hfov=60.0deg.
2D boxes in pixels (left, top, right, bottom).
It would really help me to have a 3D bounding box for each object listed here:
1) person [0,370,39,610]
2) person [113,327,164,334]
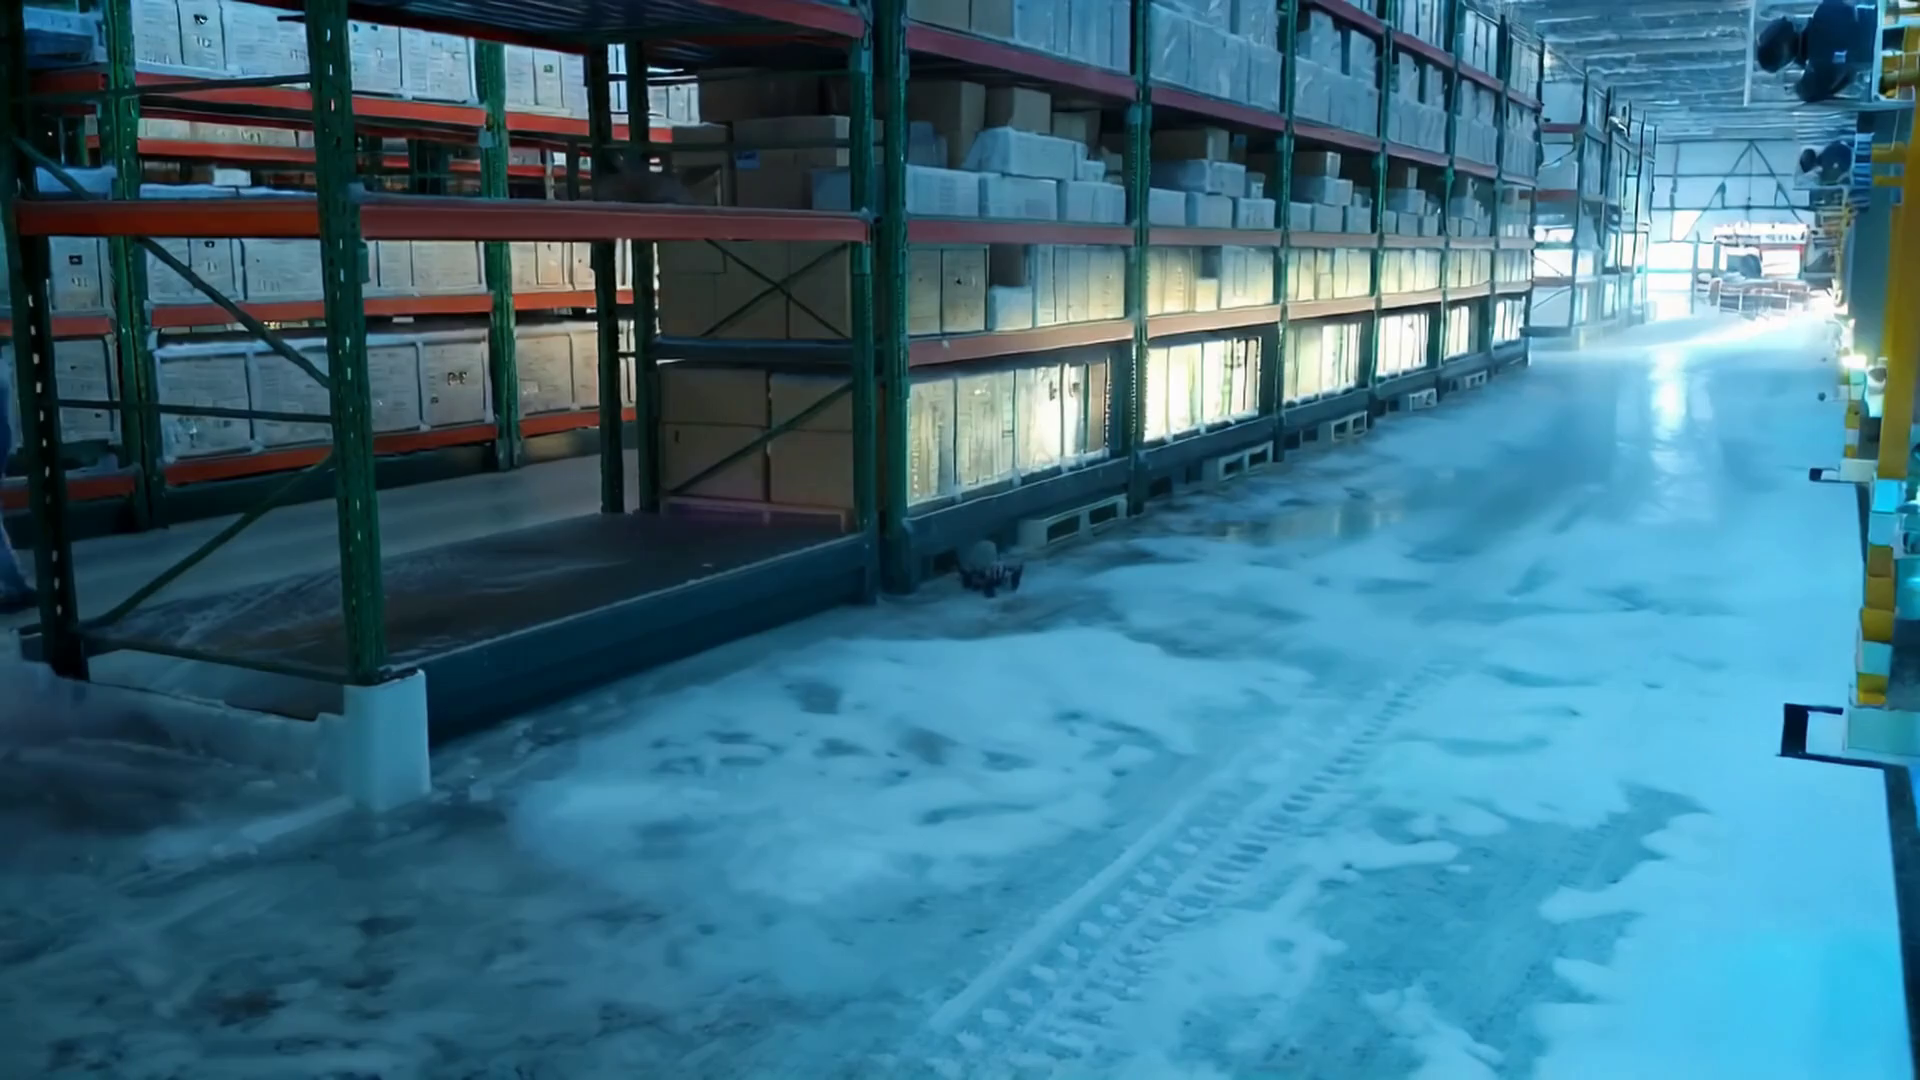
[{"bbox_3d":[-5.855,-0.396,9.701,0.651,1.844,1.193,5,11,26],"label":"person"},{"bbox_3d":[-8.141,-1.542,16.515,0.573,1.755,0.319,-2,10,-10],"label":"person"}]
